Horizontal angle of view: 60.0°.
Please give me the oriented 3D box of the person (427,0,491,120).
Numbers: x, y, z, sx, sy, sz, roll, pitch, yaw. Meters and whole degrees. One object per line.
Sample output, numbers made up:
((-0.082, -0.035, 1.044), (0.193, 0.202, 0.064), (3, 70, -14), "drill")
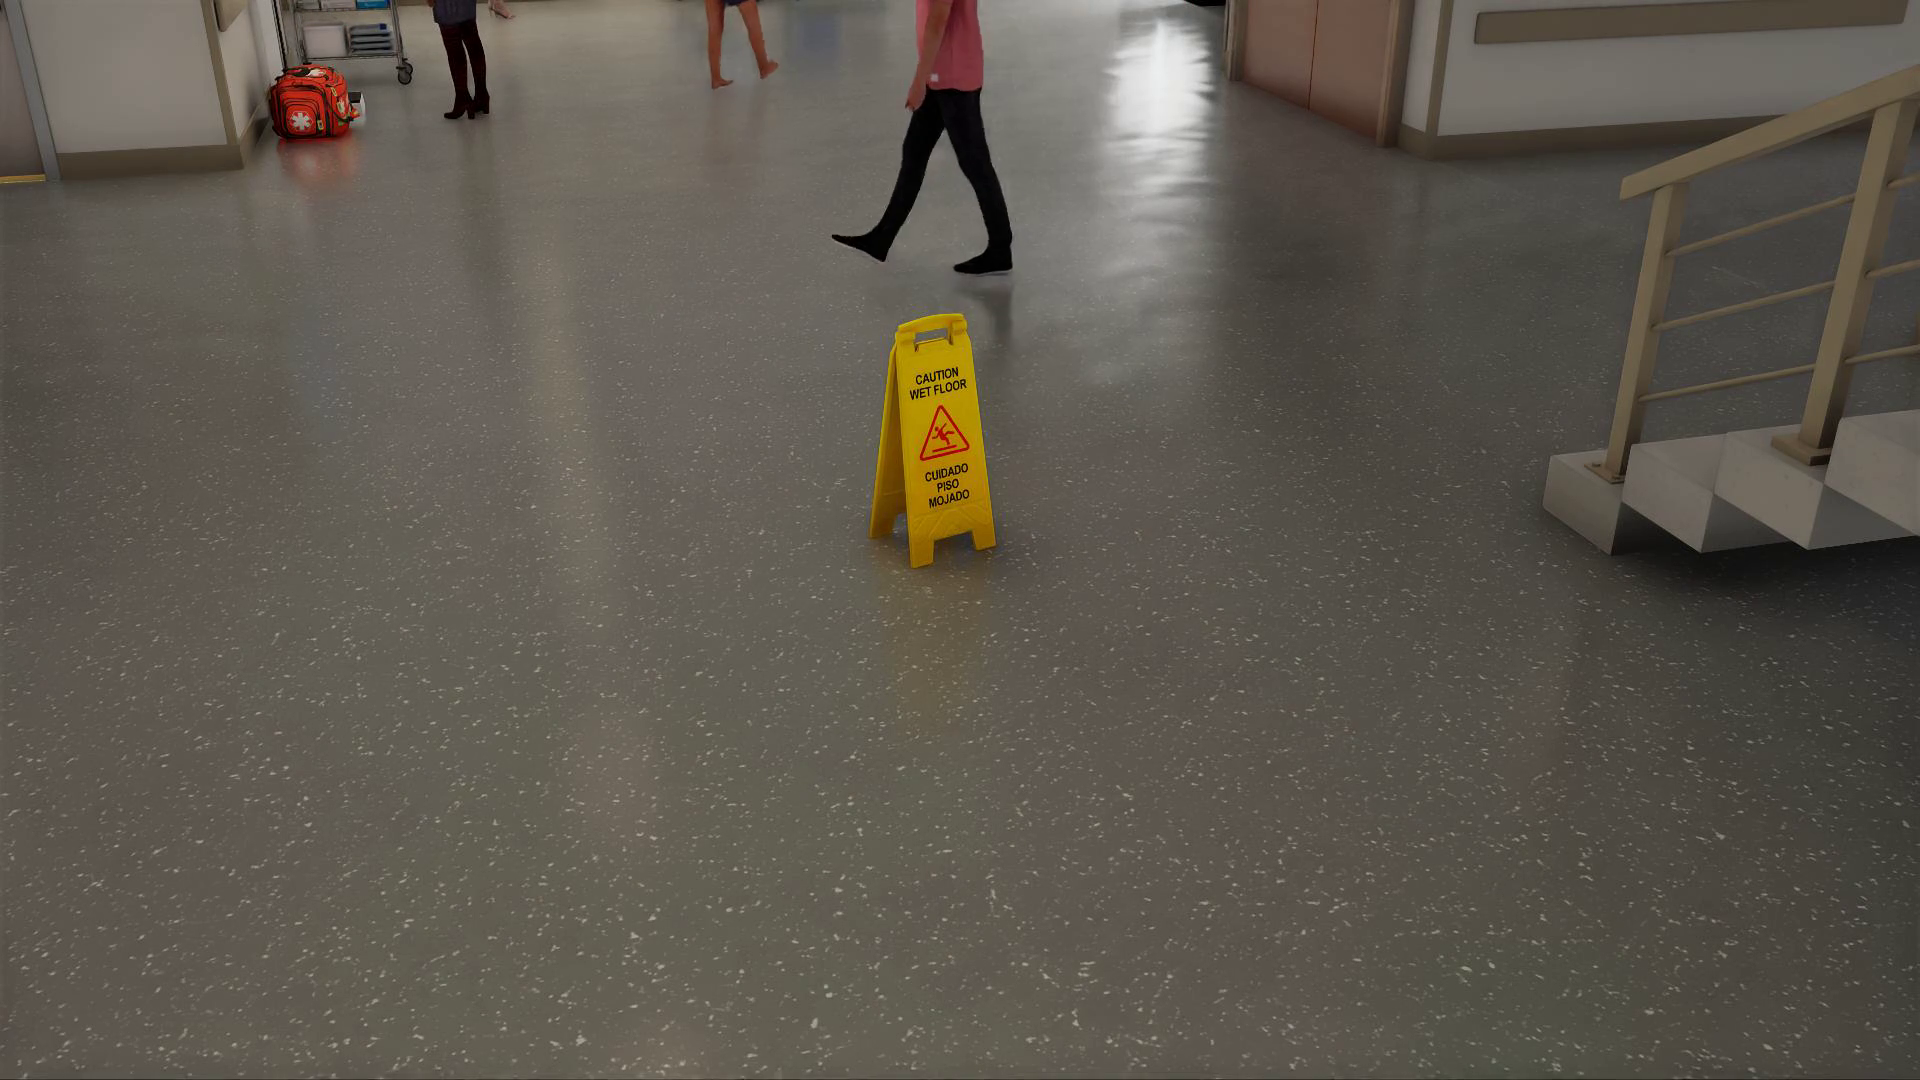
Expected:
((-3.502, -3.803, 11.506), (0.723, 1.711, 0.639), (11, 28, 21), "person")

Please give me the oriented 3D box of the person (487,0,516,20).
((-4.427, -5.809, 15.688), (0.649, 1.692, 0.481), (-12, 28, -24), "person")

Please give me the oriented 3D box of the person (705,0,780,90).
((-1.784, -4.163, 12.389), (0.908, 1.591, 0.995), (12, 28, 23), "person")

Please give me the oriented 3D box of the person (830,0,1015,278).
((0.062, -2.162, 7.862), (0.873, 1.920, 1.129), (-1, 26, -3), "person")
